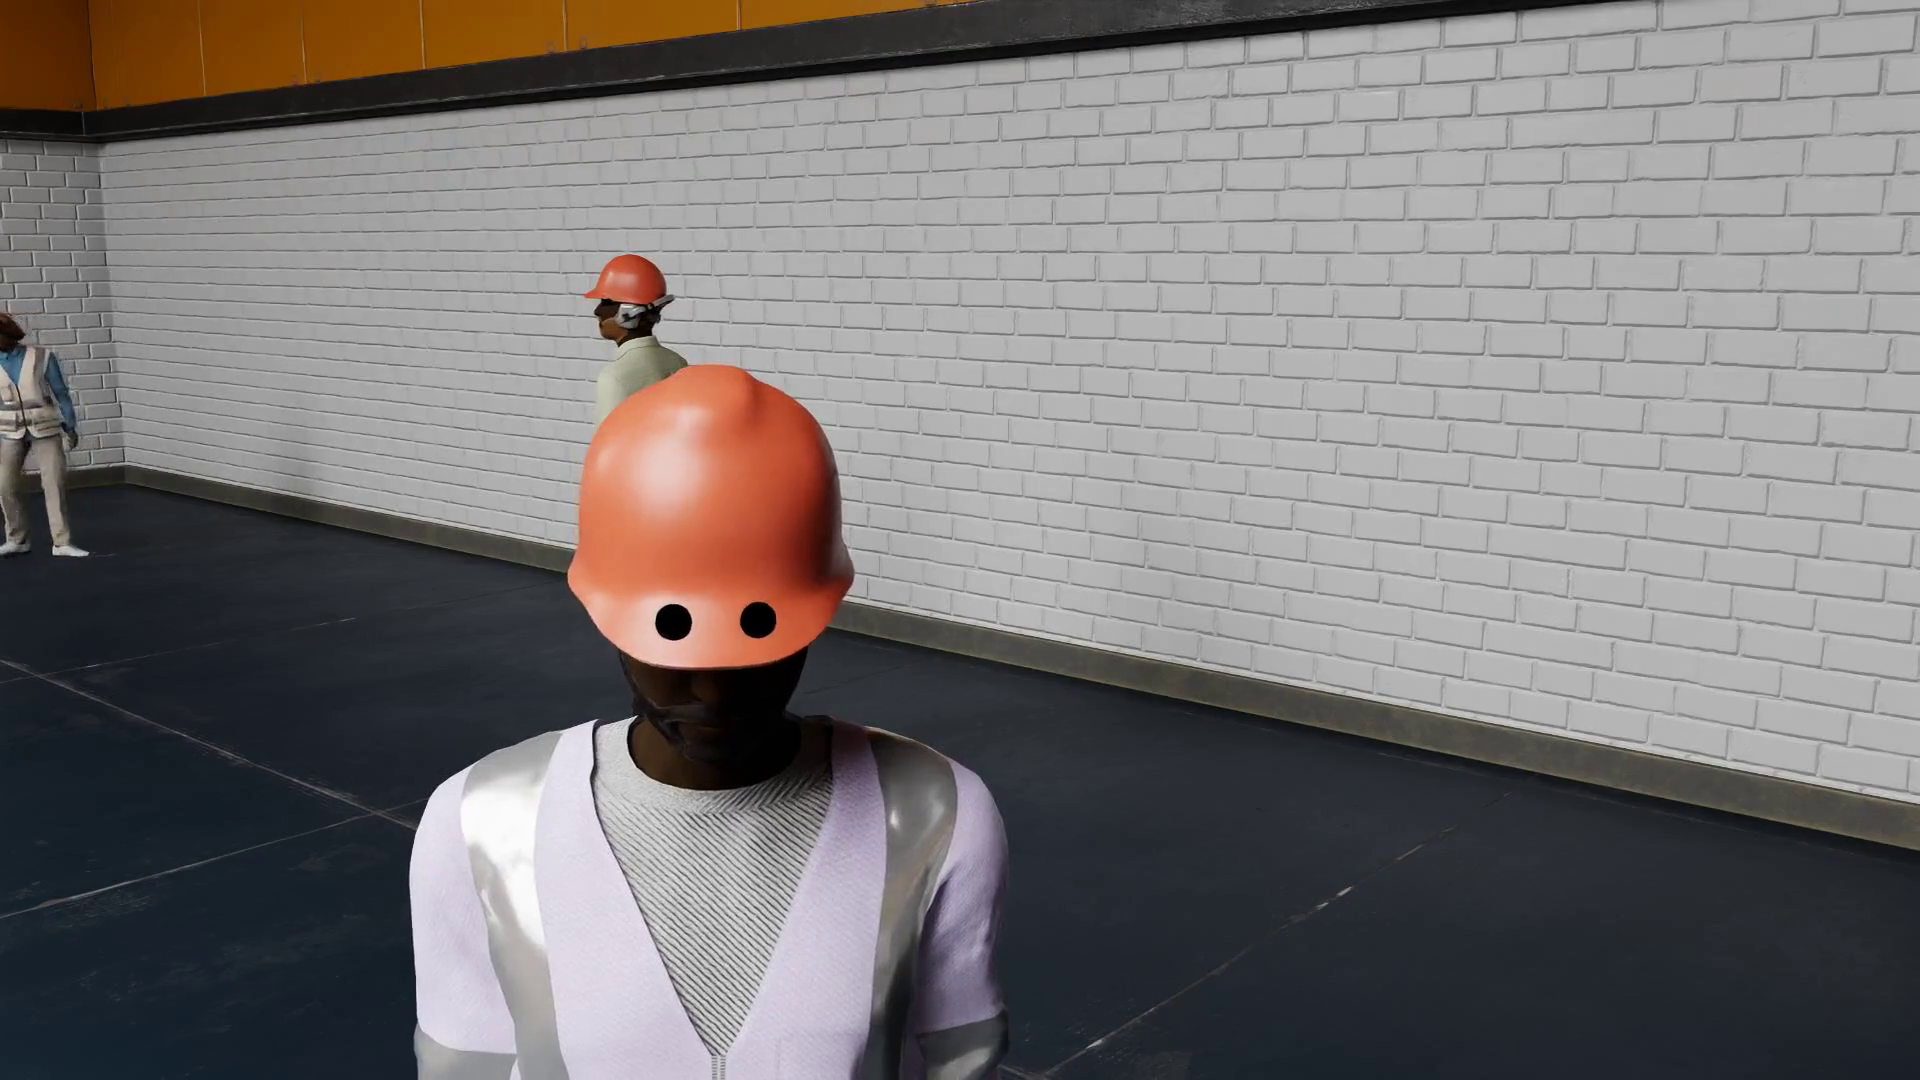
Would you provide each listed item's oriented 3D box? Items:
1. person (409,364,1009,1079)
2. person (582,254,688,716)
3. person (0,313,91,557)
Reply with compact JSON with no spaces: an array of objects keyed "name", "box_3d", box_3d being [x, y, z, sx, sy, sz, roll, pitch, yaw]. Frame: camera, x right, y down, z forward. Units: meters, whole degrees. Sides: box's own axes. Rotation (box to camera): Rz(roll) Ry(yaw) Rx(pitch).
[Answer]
[{"name":"person","box_3d":[-0.215,0.803,1.528,0.542,1.929,0.368,-2,10,-10]},{"name":"person","box_3d":[-1.199,-0.063,6.262,0.375,1.997,0.612,2,10,13]},{"name":"person","box_3d":[-6.028,-0.665,10.790,0.634,1.613,0.323,-3,10,-17]}]
